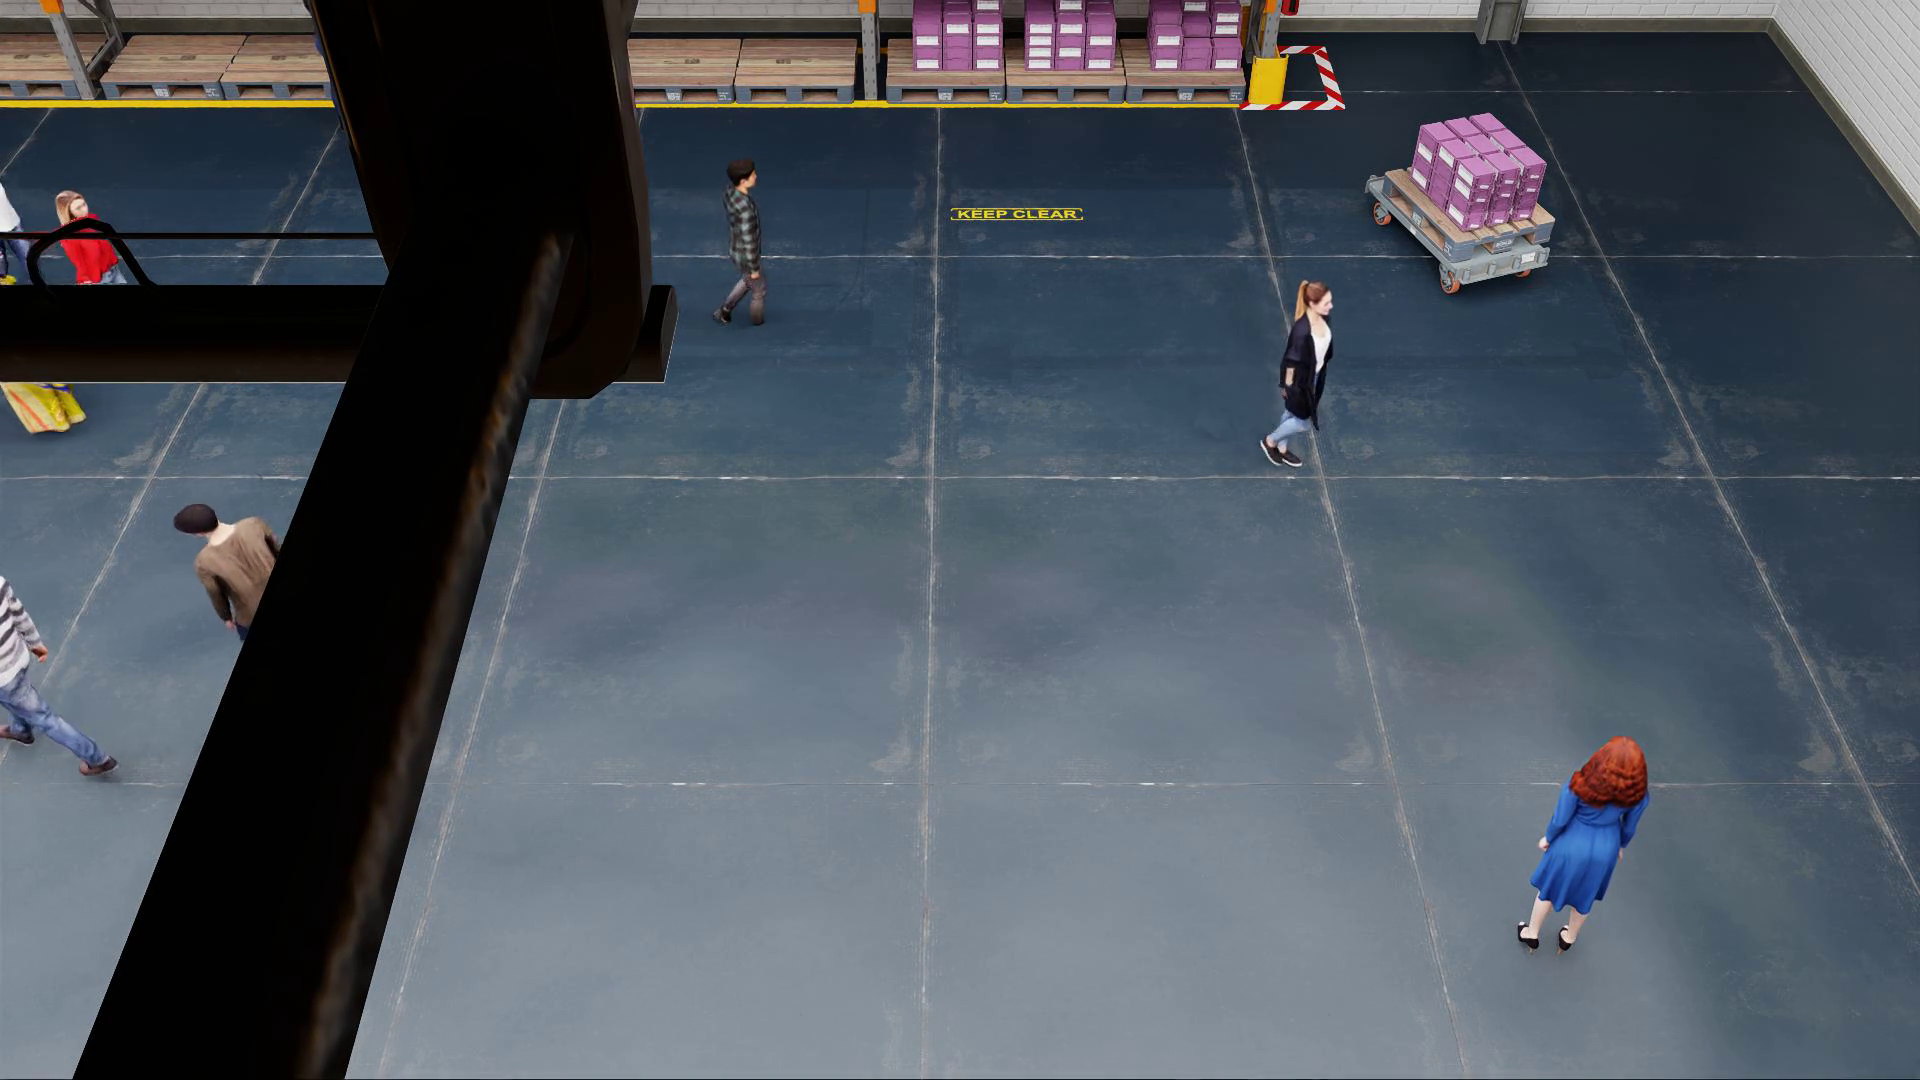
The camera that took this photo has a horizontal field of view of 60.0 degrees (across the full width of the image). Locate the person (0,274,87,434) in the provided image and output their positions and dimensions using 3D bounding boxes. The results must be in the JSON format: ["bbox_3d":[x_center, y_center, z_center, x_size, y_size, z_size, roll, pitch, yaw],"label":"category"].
[{"bbox_3d":[-7.242,-1.477,12.630,0.974,1.636,0.970,11,45,11],"label":"person"}]

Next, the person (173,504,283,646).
[{"bbox_3d":[-4.321,0.401,10.503,0.870,1.851,0.922,-24,48,-23],"label":"person"}]

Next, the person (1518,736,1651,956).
[{"bbox_3d":[3.418,1.709,9.146,0.555,1.829,0.706,7,44,7],"label":"person"}]

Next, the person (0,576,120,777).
[{"bbox_3d":[-5.728,0.801,10.115,1.249,1.806,0.781,7,44,7],"label":"person"}]

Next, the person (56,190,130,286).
[{"bbox_3d":[-6.843,-2.031,13.170,0.803,1.692,0.721,10,44,10],"label":"person"}]

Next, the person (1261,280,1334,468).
[{"bbox_3d":[2.457,-1.241,12.355,0.846,1.674,0.784,25,49,24],"label":"person"}]

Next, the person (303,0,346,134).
[{"bbox_3d":[-6.073,-4.778,16.007,0.616,1.757,0.661,-10,45,-11],"label":"person"}]

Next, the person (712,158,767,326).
[{"bbox_3d":[-1.842,-2.386,13.772,0.910,1.702,0.848,-15,46,-15],"label":"person"}]
